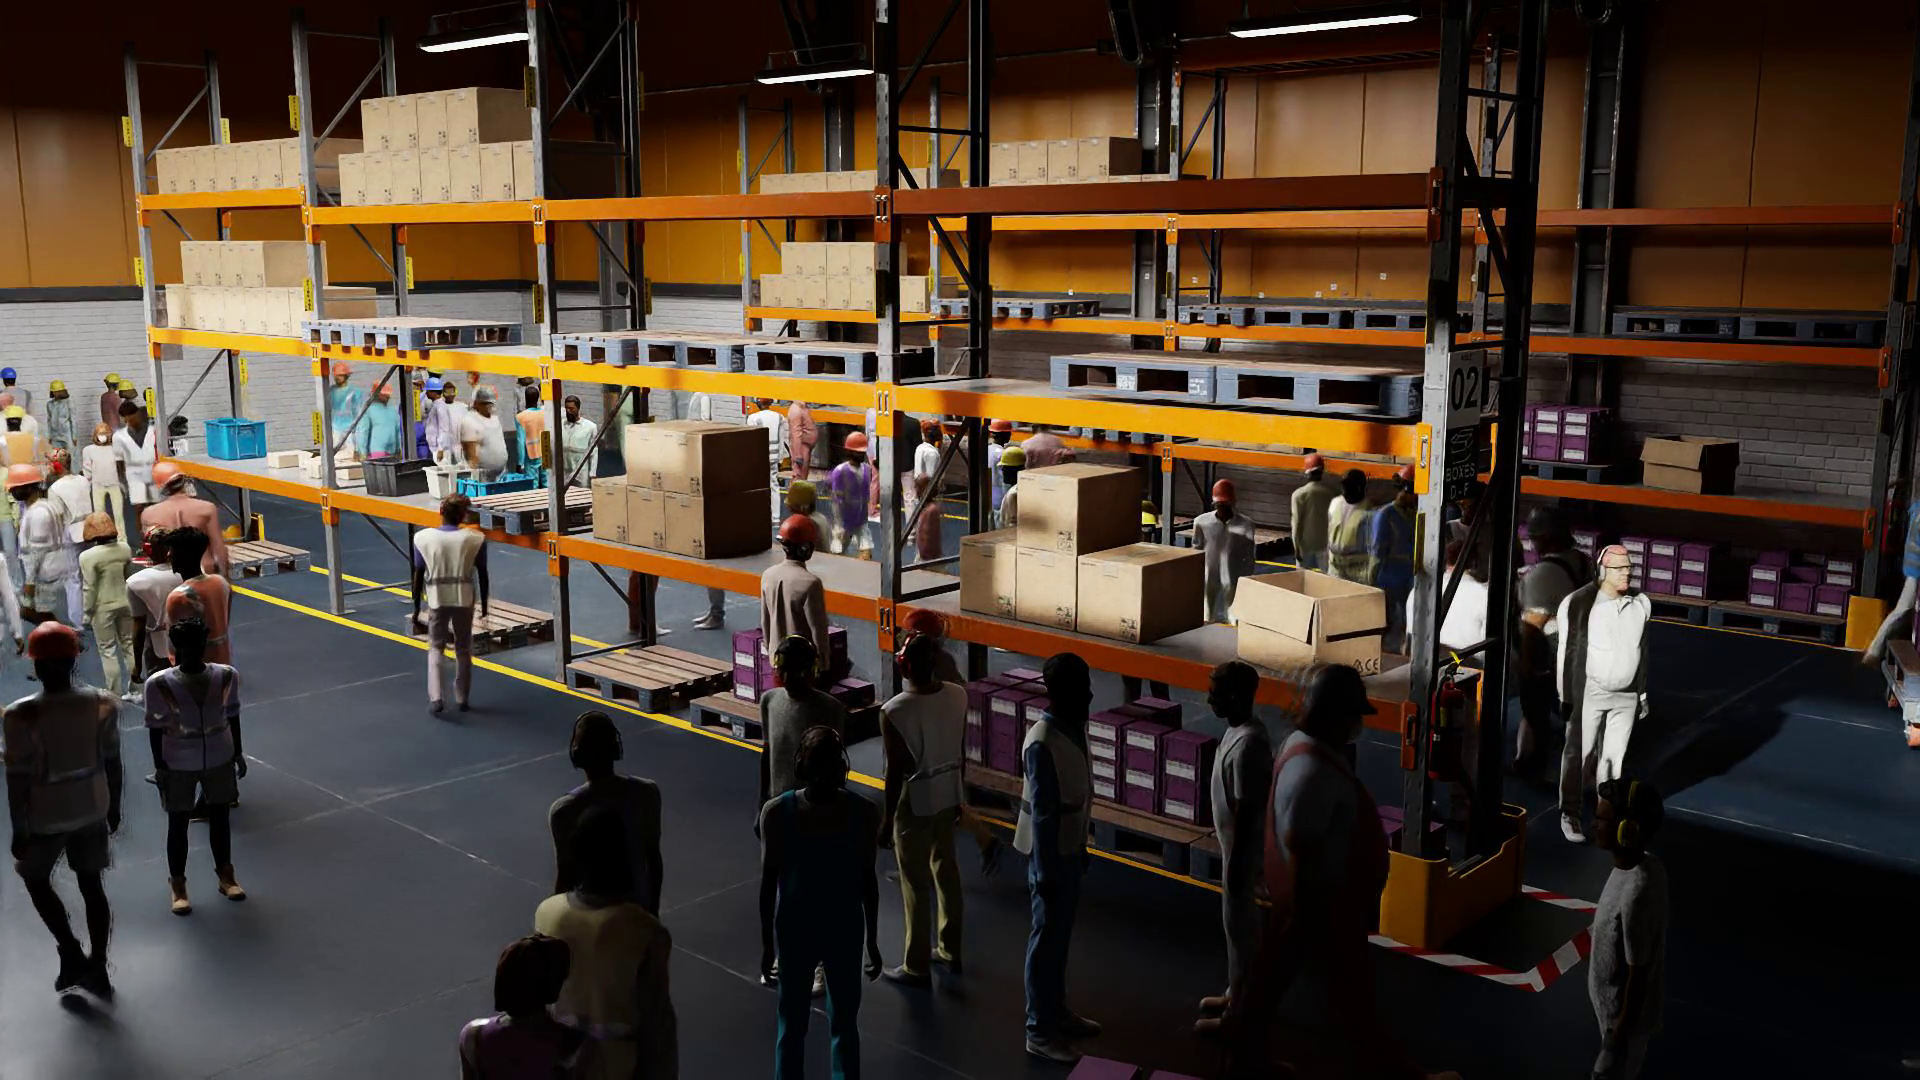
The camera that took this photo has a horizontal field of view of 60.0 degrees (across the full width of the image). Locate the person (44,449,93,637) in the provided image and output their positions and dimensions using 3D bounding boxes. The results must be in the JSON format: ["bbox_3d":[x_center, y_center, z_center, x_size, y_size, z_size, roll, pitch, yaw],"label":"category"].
[{"bbox_3d":[-8.603,0.025,16.137,0.394,1.836,0.560,0,10,3],"label":"person"}]

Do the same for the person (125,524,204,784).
[{"bbox_3d":[-5.543,0.804,11.692,0.389,1.846,0.566,6,12,32],"label":"person"}]

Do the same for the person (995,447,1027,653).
[{"bbox_3d":[0.511,0.089,15.507,0.368,1.926,0.594,2,10,12],"label":"person"}]

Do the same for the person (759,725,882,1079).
[{"bbox_3d":[-0.573,1.658,6.868,0.506,1.847,0.343,-2,10,-11],"label":"person"}]

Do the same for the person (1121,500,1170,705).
[{"bbox_3d":[1.337,0.666,12.243,0.595,1.925,0.375,-4,11,-20],"label":"person"}]

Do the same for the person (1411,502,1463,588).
[{"bbox_3d":[4.053,0.310,14.276,0.369,1.930,0.624,-4,11,-22],"label":"person"}]

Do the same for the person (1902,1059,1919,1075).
[{"bbox_3d":[4.431,1.587,7.276,0.374,1.840,0.571,5,11,25],"label":"person"}]

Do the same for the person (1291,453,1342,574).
[{"bbox_3d":[3.577,-0.011,16.641,0.562,1.725,0.738,-2,10,-11],"label":"person"}]

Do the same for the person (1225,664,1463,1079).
[{"bbox_3d":[1.675,1.483,7.308,1.025,2.000,0.696,1,10,5],"label":"person"}]

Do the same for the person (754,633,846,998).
[{"bbox_3d":[-0.813,1.377,8.430,0.514,1.860,0.328,5,11,27],"label":"person"}]

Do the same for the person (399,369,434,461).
[{"bbox_3d":[-7.781,-1.428,23.767,0.688,2.000,0.539,5,11,26],"label":"person"}]

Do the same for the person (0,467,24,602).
[{"bbox_3d":[-10.227,-0.197,17.614,0.533,1.759,0.343,-1,10,-3],"label":"person"}]

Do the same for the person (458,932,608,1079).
[{"bbox_3d":[-1.328,2.046,5.266,0.514,1.637,0.314,3,10,14],"label":"person"}]

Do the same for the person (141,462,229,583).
[{"bbox_3d":[-6.605,0.303,14.219,0.649,1.954,0.577,-4,11,-24],"label":"person"}]

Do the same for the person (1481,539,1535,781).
[{"bbox_3d":[3.875,0.846,11.721,0.573,1.745,0.699,4,11,20],"label":"person"}]

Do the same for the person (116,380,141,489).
[{"bbox_3d":[-12.721,-1.587,25.522,0.484,1.739,0.319,9,14,42],"label":"person"}]

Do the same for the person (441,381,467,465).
[{"bbox_3d":[-7.339,-1.373,23.983,0.531,1.853,0.583,-3,11,-19],"label":"person"}]

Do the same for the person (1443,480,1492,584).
[{"bbox_3d":[4.022,0.476,13.234,0.599,1.959,0.368,-1,10,-4],"label":"person"}]

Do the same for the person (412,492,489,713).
[{"bbox_3d":[-4.099,0.515,13.398,0.604,1.818,0.490,-3,10,-17],"label":"person"}]

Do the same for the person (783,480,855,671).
[{"bbox_3d":[-1.277,0.368,14.290,0.733,1.801,0.588,2,10,9],"label":"person"}]

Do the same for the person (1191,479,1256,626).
[{"bbox_3d":[2.308,0.329,14.645,0.573,1.749,0.343,2,10,10],"label":"person"}]

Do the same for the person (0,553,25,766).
[{"bbox_3d":[-7.305,0.712,12.239,0.962,1.832,0.596,8,13,40],"label":"person"}]

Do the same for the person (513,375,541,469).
[{"bbox_3d":[-7.350,-2.064,28.247,0.487,1.728,0.322,1,10,8],"label":"person"}]

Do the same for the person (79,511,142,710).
[{"bbox_3d":[-6.946,0.577,13.581,0.266,1.631,0.507,3,11,18],"label":"person"}]

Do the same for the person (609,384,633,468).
[{"bbox_3d":[-5.604,-2.214,28.210,0.544,2.000,0.704,10,14,44],"label":"person"}]

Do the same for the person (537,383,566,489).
[{"bbox_3d":[-5.573,-1.177,22.597,0.602,1.957,0.385,-5,11,-25],"label":"person"}]

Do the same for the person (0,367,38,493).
[{"bbox_3d":[-14.380,-1.654,25.305,0.405,1.946,0.609,7,12,34],"label":"person"}]

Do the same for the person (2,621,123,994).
[{"bbox_3d":[-4.488,1.357,8.360,0.422,1.917,0.569,8,13,39],"label":"person"}]

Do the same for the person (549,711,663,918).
[{"bbox_3d":[-1.499,1.626,7.069,0.504,1.840,0.345,-8,13,-38],"label":"person"}]

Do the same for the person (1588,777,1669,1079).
[{"bbox_3d":[2.409,1.778,6.123,0.329,1.872,0.510,4,11,22],"label":"person"}]

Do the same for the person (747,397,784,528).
[{"bbox_3d":[-2.601,-1.068,22.202,0.566,1.880,0.358,-9,13,-41],"label":"person"}]

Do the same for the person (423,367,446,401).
[{"bbox_3d":[-8.724,-2.031,27.602,0.669,1.889,0.485,5,11,25],"label":"person"}]

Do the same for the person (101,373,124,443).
[{"bbox_3d":[-13.485,-1.788,26.583,0.535,1.766,0.317,6,12,32],"label":"person"}]

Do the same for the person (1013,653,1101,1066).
[{"bbox_3d":[0.459,1.459,7.788,0.392,1.919,0.590,3,11,17],"label":"person"}]

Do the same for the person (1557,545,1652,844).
[{"bbox_3d":[4.099,0.972,10.563,0.643,1.913,0.408,-2,10,-13],"label":"person"}]
